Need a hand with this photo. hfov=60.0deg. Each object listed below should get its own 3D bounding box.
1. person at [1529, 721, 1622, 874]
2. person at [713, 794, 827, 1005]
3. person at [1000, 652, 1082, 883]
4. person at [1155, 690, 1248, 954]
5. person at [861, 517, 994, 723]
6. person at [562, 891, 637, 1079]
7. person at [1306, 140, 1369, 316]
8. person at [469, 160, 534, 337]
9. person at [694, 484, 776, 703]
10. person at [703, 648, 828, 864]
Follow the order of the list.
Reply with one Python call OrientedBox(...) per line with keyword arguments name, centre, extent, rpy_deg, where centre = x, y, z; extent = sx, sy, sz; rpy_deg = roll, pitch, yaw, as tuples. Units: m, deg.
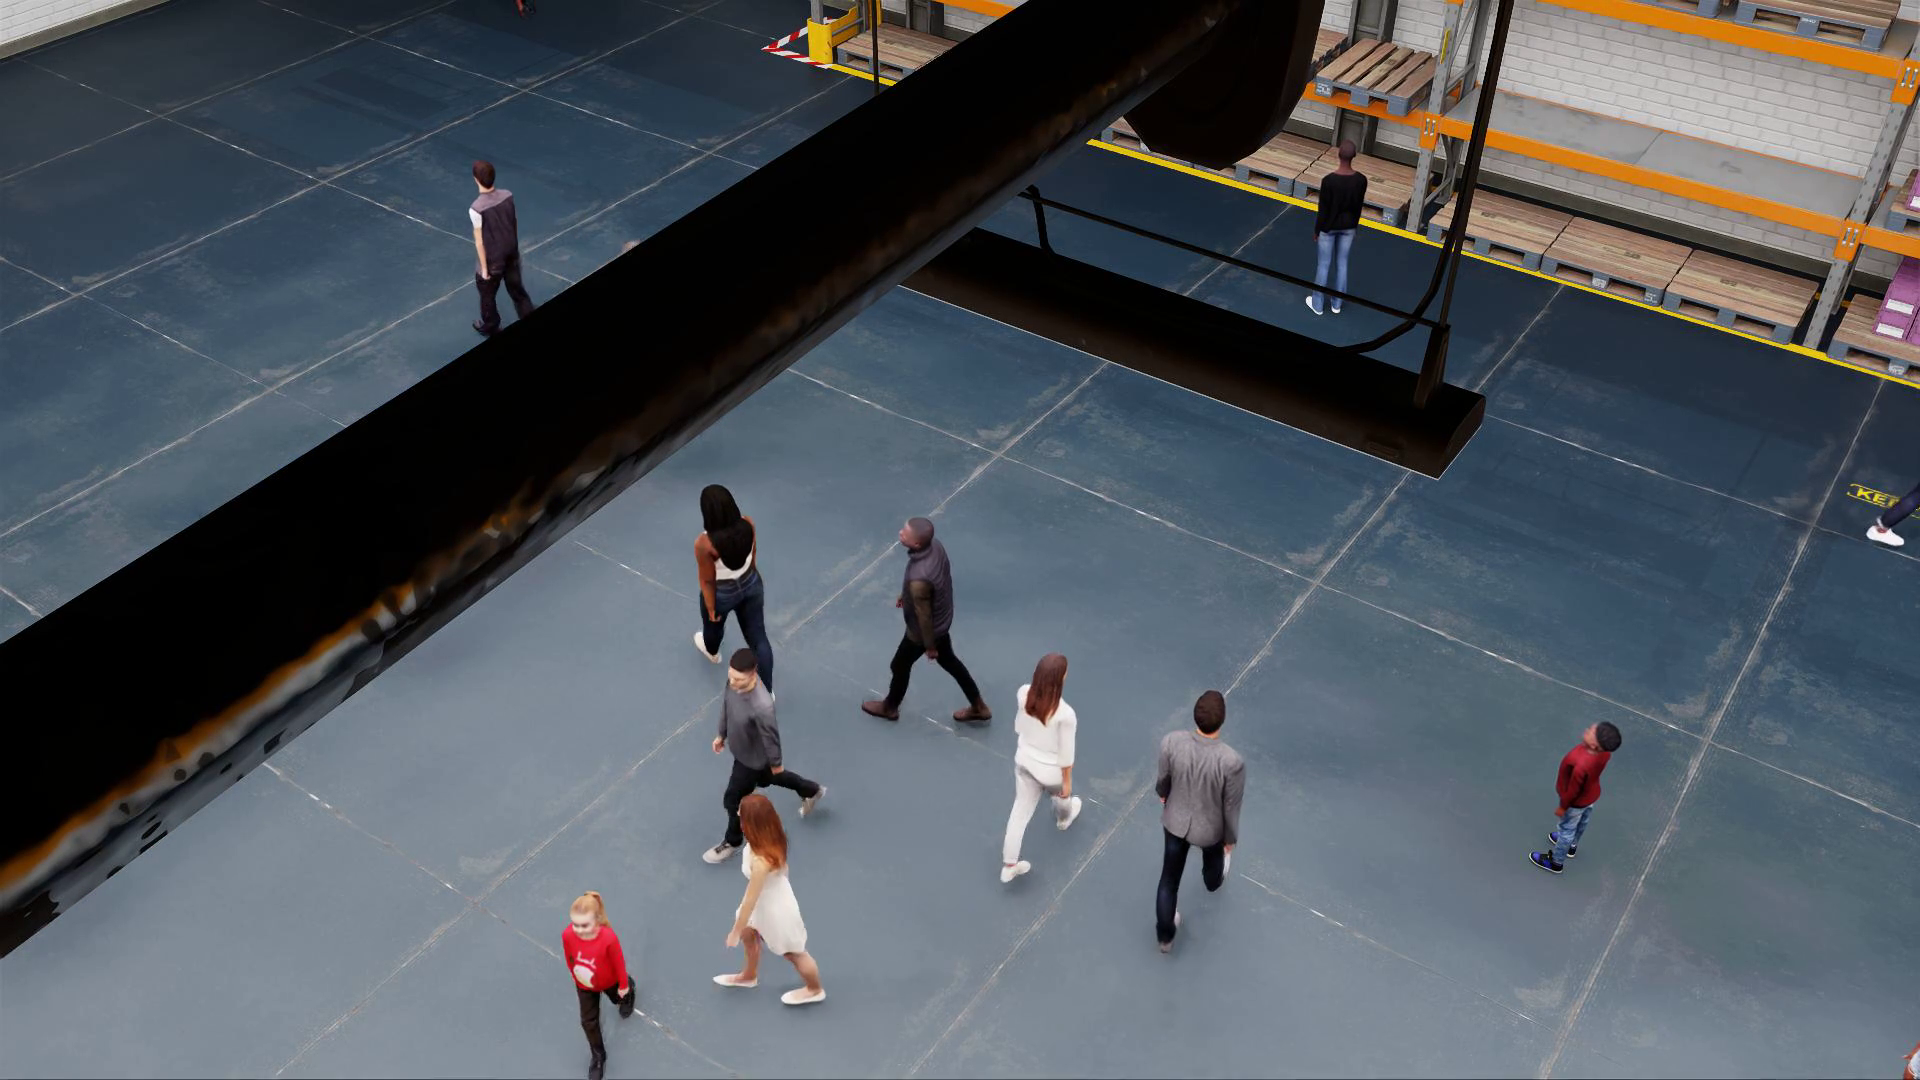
OrientedBox(name="person", centre=(3.894, 1.587, 10.440), extent=(0.544, 1.254, 0.554), rpy_deg=(-30, 48, -32))
OrientedBox(name="person", centre=(-0.964, 2.087, 9.473), extent=(0.995, 1.681, 0.893), rpy_deg=(-3, 39, -4))
OrientedBox(name="person", centre=(0.469, 1.440, 10.309), extent=(1.040, 1.648, 0.708), rpy_deg=(23, 44, 26))
OrientedBox(name="person", centre=(1.371, 1.726, 9.806), extent=(1.082, 1.829, 0.920), rpy_deg=(16, 41, 19))
OrientedBox(name="person", centre=(-0.136, 0.593, 11.252), extent=(1.265, 1.795, 0.976), rpy_deg=(9, 39, 11))
OrientedBox(name="person", centre=(-2.020, 2.422, 9.385), extent=(0.888, 1.266, 0.839), rpy_deg=(2, 39, 3))
OrientedBox(name="person", centre=(3.568, -2.950, 15.725), extent=(0.663, 1.750, 0.736), rpy_deg=(-4, 39, -4))
OrientedBox(name="person", centre=(-4.140, -2.559, 15.175), extent=(0.937, 1.825, 0.717), rpy_deg=(27, 46, 30))
OrientedBox(name="person", centre=(-1.514, 0.420, 11.497), extent=(0.954, 1.760, 1.256), rpy_deg=(-22, 44, -25))
OrientedBox(name="person", centre=(-1.230, 1.288, 10.434), extent=(1.040, 1.729, 1.162), rpy_deg=(-17, 41, -20))
